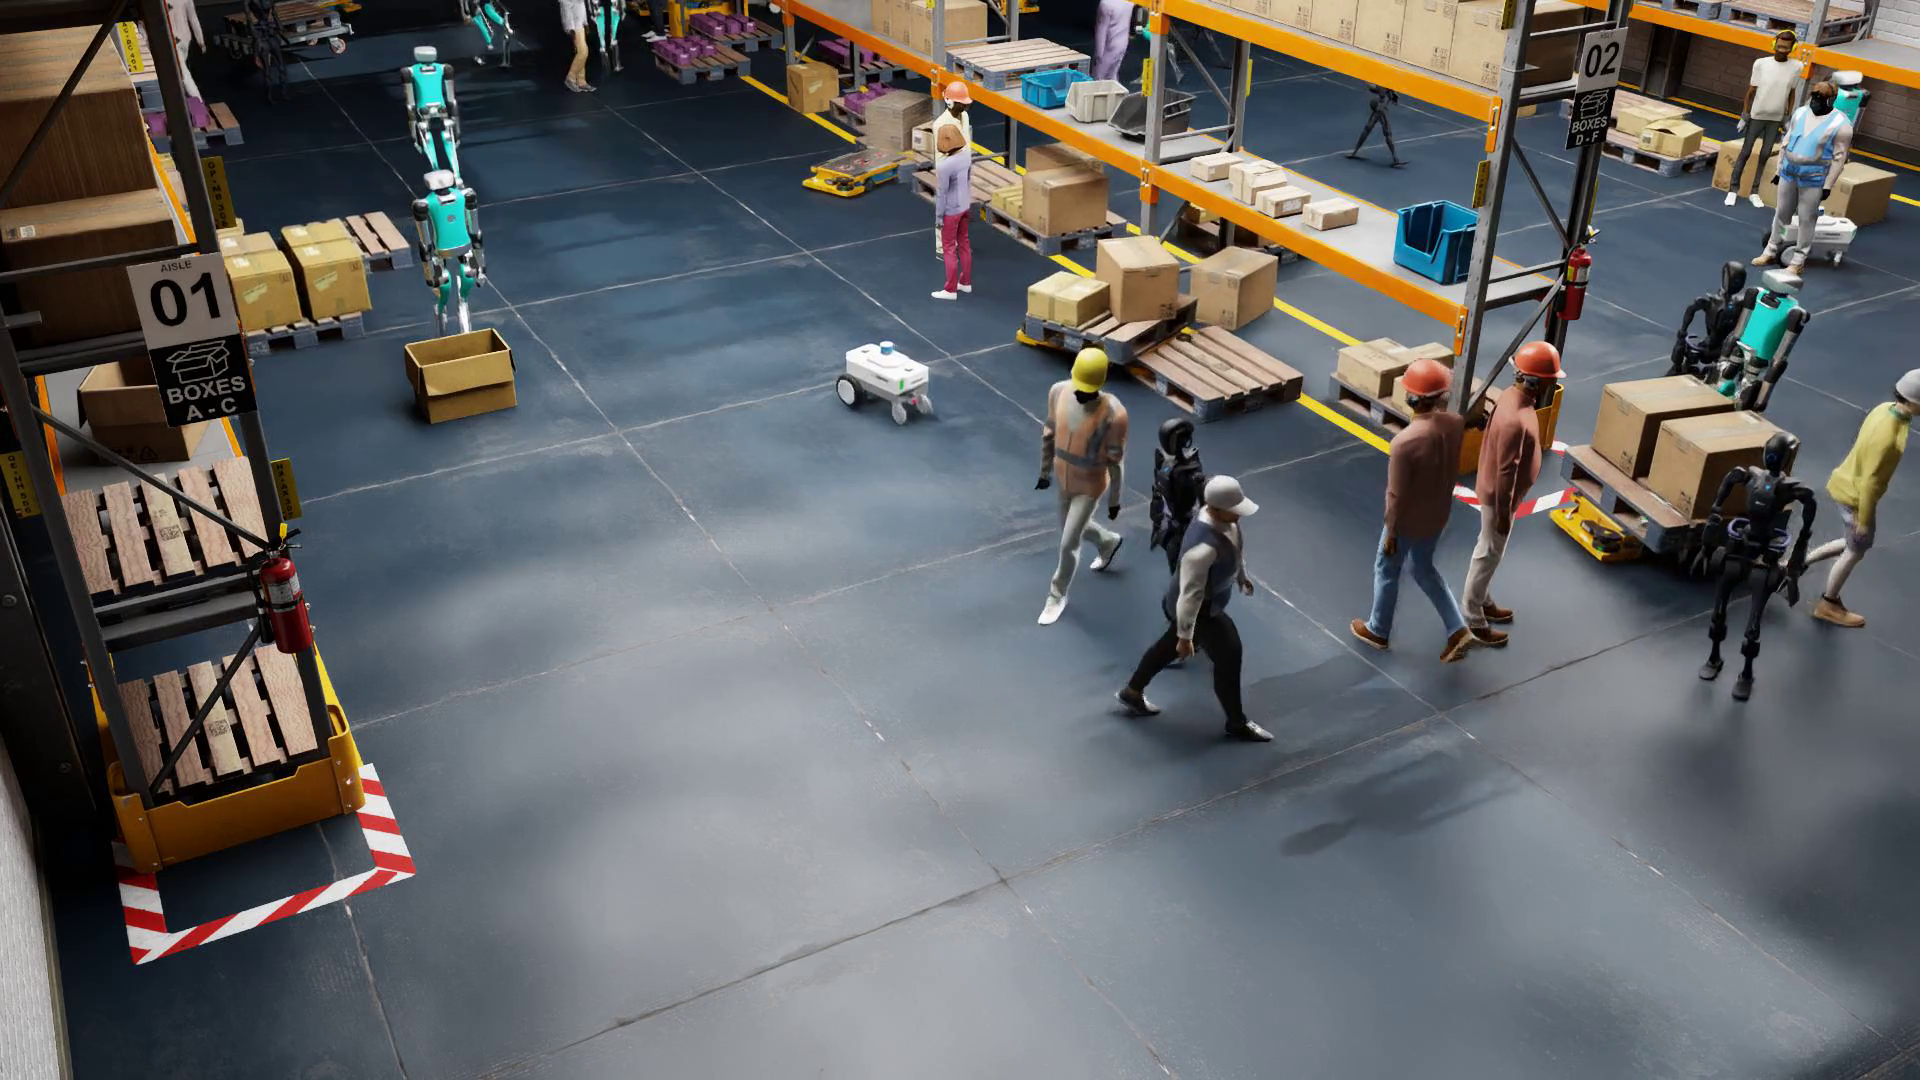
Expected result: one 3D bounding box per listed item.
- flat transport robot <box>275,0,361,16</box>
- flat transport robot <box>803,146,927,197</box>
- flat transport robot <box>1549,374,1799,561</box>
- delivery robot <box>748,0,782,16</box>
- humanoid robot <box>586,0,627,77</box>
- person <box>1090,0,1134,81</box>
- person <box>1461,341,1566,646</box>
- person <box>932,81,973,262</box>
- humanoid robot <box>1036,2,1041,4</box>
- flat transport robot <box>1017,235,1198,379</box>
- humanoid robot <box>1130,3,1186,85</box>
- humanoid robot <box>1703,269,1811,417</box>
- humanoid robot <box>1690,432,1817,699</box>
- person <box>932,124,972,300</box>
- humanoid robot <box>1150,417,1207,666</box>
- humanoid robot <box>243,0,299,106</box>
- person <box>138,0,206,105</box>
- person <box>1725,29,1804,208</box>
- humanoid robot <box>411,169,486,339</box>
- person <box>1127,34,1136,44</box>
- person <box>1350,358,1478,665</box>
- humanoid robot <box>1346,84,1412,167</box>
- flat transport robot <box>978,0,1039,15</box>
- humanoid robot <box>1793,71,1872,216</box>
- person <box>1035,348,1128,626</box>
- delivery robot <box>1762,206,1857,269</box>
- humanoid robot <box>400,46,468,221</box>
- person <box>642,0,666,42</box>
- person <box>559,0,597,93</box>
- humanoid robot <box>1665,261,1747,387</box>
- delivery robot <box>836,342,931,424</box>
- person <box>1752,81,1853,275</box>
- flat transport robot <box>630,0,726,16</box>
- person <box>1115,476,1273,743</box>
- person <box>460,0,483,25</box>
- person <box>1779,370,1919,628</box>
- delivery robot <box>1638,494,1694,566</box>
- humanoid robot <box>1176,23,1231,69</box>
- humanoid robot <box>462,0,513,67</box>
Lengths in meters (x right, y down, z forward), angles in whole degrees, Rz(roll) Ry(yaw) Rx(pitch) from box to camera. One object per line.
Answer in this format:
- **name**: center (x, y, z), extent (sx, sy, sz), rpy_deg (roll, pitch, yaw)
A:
- **flat transport robot**: center (-10.058, -8.199, 25.683), extent (0.659, 0.231, 1.431), rpy_deg (21, 36, 32)
- **flat transport robot**: center (-1.040, -4.153, 18.640), extent (0.659, 0.231, 1.431), rpy_deg (22, 36, 33)
- **flat transport robot**: center (4.960, -0.158, 11.684), extent (1.431, 0.231, 0.659), rpy_deg (-7, 31, -13)
- **delivery robot**: center (-3.107, -8.459, 25.841), extent (0.785, 0.589, 0.499), rpy_deg (-4, 30, -8)
- **humanoid robot**: center (-4.729, -6.979, 22.194), extent (0.565, 1.892, 0.740), rpy_deg (-3, 30, -6)
- **person**: center (1.847, -5.944, 20.132), extent (0.533, 1.885, 0.658), rpy_deg (19, 35, 30)
- **person**: center (3.358, -0.289, 10.194), extent (0.401, 1.987, 0.611), rpy_deg (10, 31, 17)
- **person**: center (-0.042, -3.583, 16.158), extent (0.344, 1.746, 0.572), rpy_deg (15, 33, 24)
- **humanoid robot**: center (1.138, -9.354, 26.268), extent (0.315, 1.654, 0.599), rpy_deg (-8, 31, -14)
- **flat transport robot**: center (1.262, -1.747, 14.450), extent (1.431, 0.231, 0.659), rpy_deg (21, 36, 32)
- **humanoid robot**: center (2.657, -6.826, 21.874), extent (0.889, 1.821, 0.548), rpy_deg (7, 31, 11)
- **humanoid robot**: center (5.355, -1.031, 11.734), extent (0.926, 1.742, 0.532), rpy_deg (-8, 31, -14)
- **humanoid robot**: center (4.628, 0.129, 9.761), extent (0.616, 1.648, 0.386), rpy_deg (21, 36, 32)
- **person**: center (-0.067, -3.013, 15.290), extent (0.288, 1.629, 0.498), rpy_deg (18, 35, 28)
- **humanoid robot**: center (1.372, -0.009, 10.020), extent (0.455, 1.633, 0.609), rpy_deg (-15, 33, -25)
- **humanoid robot**: center (-8.778, -6.366, 21.065), extent (0.344, 1.656, 0.601), rpy_deg (10, 31, 17)
- **person**: center (-9.712, -6.107, 20.430), extent (1.029, 1.873, 0.750), rpy_deg (19, 35, 30)
- **person**: center (8.499, -4.434, 17.529), extent (0.519, 1.863, 0.317), rpy_deg (7, 31, 11)
- **humanoid robot**: center (-4.320, -2.268, 13.967), extent (0.547, 1.858, 0.856), rpy_deg (-19, 35, -30)
- **person**: center (2.381, -8.145, 23.959), extent (0.354, 1.896, 0.559), rpy_deg (11, 32, 18)
- **person**: center (2.789, -0.124, 9.920), extent (0.629, 1.968, 0.767), rpy_deg (-20, 35, -30)
- **humanoid robot**: center (4.842, -5.056, 18.840), extent (0.794, 1.620, 0.586), rpy_deg (14, 33, 23)
- **flat transport robot**: center (0.660, -8.555, 26.303), extent (0.659, 0.231, 1.431), rpy_deg (-12, 32, -19)
- **humanoid robot**: center (8.512, -3.810, 16.614), extent (0.531, 1.844, 0.681), rpy_deg (-6, 30, -10)
- **person**: center (0.818, -0.418, 10.527), extent (0.626, 1.878, 0.856), rpy_deg (25, 38, 37)
- **delivery robot**: center (8.314, -2.968, 16.297), extent (0.774, 0.603, 0.518), rpy_deg (3, 30, 5)
- **humanoid robot**: center (-5.342, -4.066, 17.133), extent (0.543, 1.895, 0.738), rpy_deg (-15, 33, -24)
- **person**: center (-4.508, -8.163, 24.047), extent (0.340, 1.840, 0.515), rpy_deg (-8, 31, -13)
- **person**: center (-4.986, -6.691, 21.596), extent (0.354, 1.719, 0.587), rpy_deg (1, 30, 2)
- **humanoid robot**: center (5.505, -1.309, 12.292), extent (0.594, 1.637, 0.444), rpy_deg (0, 30, 0)
- **delivery robot**: center (-0.588, -1.315, 13.387), extent (0.499, 0.570, 0.747), rpy_deg (-26, 39, -38)
- **person**: center (8.019, -3.437, 15.815), extent (0.429, 1.841, 0.632), rpy_deg (-16, 33, -25)
- **flat transport robot**: center (-4.405, -8.438, 26.099), extent (1.431, 0.231, 0.659), rpy_deg (-12, 32, -19)
- **person**: center (1.340, 0.353, 9.352), extent (0.929, 1.710, 0.699), rpy_deg (7, 31, 12)
- **person**: center (-7.391, -8.662, 24.930), extent (0.475, 1.828, 0.642), rpy_deg (-9, 31, -15)
- **person**: center (5.543, -0.261, 10.274), extent (0.594, 1.850, 0.523), rpy_deg (15, 33, 24)
- **delivery robot**: center (4.932, -0.216, 11.511), extent (0.499, 0.607, 0.801), rpy_deg (14, 33, 23)
- **humanoid robot**: center (3.385, -7.266, 22.723), extent (0.807, 1.639, 0.613), rpy_deg (10, 31, 17)
- **humanoid robot**: center (-6.356, -7.141, 22.403), extent (1.022, 1.753, 0.541), rpy_deg (26, 39, 37)
